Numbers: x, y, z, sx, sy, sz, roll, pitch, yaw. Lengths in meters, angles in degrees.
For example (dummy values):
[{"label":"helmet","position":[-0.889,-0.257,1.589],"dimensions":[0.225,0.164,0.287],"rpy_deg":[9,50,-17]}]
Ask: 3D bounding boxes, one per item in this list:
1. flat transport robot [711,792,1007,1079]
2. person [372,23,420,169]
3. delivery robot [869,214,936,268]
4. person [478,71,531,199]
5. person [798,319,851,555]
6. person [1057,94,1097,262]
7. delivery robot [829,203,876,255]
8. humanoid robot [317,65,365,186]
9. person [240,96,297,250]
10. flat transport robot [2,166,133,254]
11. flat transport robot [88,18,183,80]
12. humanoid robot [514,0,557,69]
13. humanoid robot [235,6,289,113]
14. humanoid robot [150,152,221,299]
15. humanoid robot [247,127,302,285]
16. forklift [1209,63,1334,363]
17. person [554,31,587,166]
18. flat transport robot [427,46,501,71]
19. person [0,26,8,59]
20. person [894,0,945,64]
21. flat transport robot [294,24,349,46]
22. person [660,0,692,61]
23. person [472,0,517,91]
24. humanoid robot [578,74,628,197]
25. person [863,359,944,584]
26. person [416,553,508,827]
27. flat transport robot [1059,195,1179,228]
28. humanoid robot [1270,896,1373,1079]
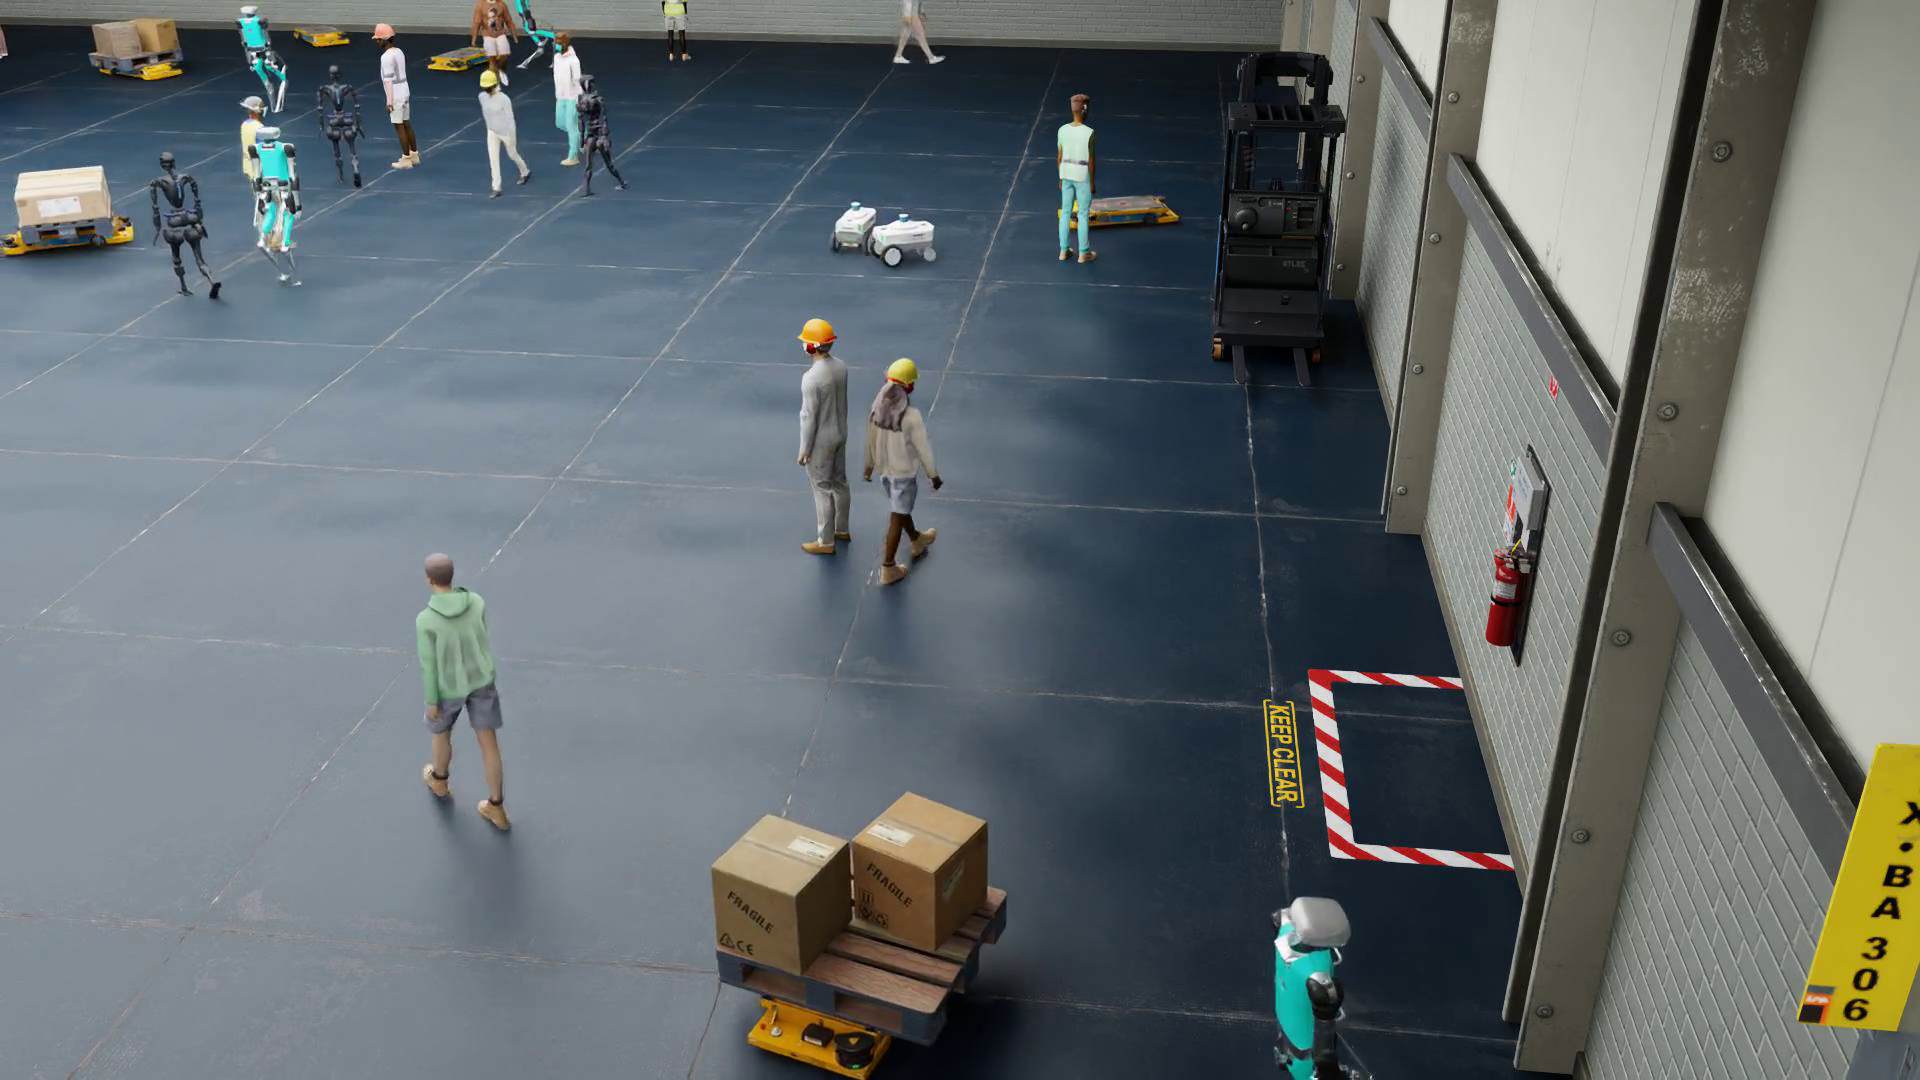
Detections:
[{"label":"flat transport robot","position":[-0.477,2.212,8.722],"dimensions":[0.659,0.231,1.431],"rpy_deg":[11,29,21]},{"label":"person","position":[-8.120,-6.369,23.894],"dimensions":[0.407,2.035,0.598],"rpy_deg":[0,27,1]},{"label":"delivery robot","position":[-0.680,-3.623,20.044],"dimensions":[0.785,0.587,0.499],"rpy_deg":[-10,28,-20]},{"label":"person","position":[-6.222,-5.592,22.709],"dimensions":[0.529,1.702,0.904],"rpy_deg":[7,28,14]},{"label":"person","position":[-1.061,-0.805,12.943],"dimensions":[0.384,1.891,0.560],"rpy_deg":[13,29,23]},{"label":"person","position":[1.383,-4.297,19.813],"dimensions":[0.483,1.979,0.404],"rpy_deg":[15,30,28]},{"label":"delivery robot","position":[-1.283,-3.848,20.492],"dimensions":[0.499,0.586,0.773],"rpy_deg":[6,27,12]},{"label":"humanoid robot","position":[-8.591,-5.737,23.045],"dimensions":[0.609,1.634,0.653],"rpy_deg":[-13,29,-23]},{"label":"person","position":[-8.384,-4.429,20.185],"dimensions":[0.520,1.875,0.571],"rpy_deg":[-24,35,-39]},{"label":"flat transport robot","position":[-11.112,-3.809,20.742],"dimensions":[1.431,0.231,0.659],"rpy_deg":[-12,29,-22]},{"label":"flat transport robot","position":[-14.923,-8.591,30.289],"dimensions":[1.431,0.231,0.659],"rpy_deg":[15,30,27]},{"label":"humanoid robot","position":[-7.665,-9.399,30.302],"dimensions":[1.029,1.716,0.563],"rpy_deg":[-13,29,-24]},{"label":"humanoid robot","position":[-11.296,-7.777,27.149],"dimensions":[0.543,1.886,0.751],"rpy_deg":[4,27,8]},{"label":"humanoid robot","position":[-8.696,-3.508,18.597],"dimensions":[0.678,1.636,0.599],"rpy_deg":[21,33,36]},{"label":"humanoid robot","position":[-7.856,-3.744,19.016],"dimensions":[0.546,1.804,0.833],"rpy_deg":[1,27,1]},{"label":"forklift","position":[3.241,-3.477,17.183],"dimensions":[1.129,2.768,1.873],"rpy_deg":[3,27,6]},{"label":"person","position":[-5.648,-6.425,24.144],"dimensions":[0.512,1.903,0.579],"rpy_deg":[20,33,34]},{"label":"flat transport robot","position":[-9.259,-8.992,31.090],"dimensions":[0.659,0.231,1.431],"rpy_deg":[9,28,17]},{"label":"person","position":[-18.414,-10.064,31.403],"dimensions":[0.412,1.906,0.651],"rpy_deg":[-2,27,-4]},{"label":"person","position":[-0.793,-9.799,30.961],"dimensions":[0.981,1.821,0.528],"rpy_deg":[1,27,1]},{"label":"flat transport robot","position":[-12.808,-10.105,33.311],"dimensions":[0.659,0.231,1.431],"rpy_deg":[-18,32,-32]},{"label":"person","position":[-5.358,-9.885,31.273],"dimensions":[0.535,1.699,0.322],"rpy_deg":[6,27,12]},{"label":"person","position":[-8.088,-8.741,28.838],"dimensions":[0.790,1.843,0.457],"rpy_deg":[-10,28,-20]},{"label":"humanoid robot","position":[-4.927,-5.514,22.649],"dimensions":[0.609,1.644,0.781],"rpy_deg":[19,32,33]},{"label":"person","position":[-0.377,-0.571,12.642],"dimensions":[0.555,1.729,0.837],"rpy_deg":[23,35,38]},{"label":"person","position":[-2.997,0.840,9.848],"dimensions":[0.466,1.702,0.841],"rpy_deg":[-20,33,-34]},{"label":"flat transport robot","position":[2.065,-4.271,21.665],"dimensions":[1.431,0.231,0.659],"rpy_deg":[-6,27,-12]},{"label":"humanoid robot","position":[1.618,2.247,7.046],"dimensions":[0.684,1.824,0.541],"rpy_deg":[-5,27,-10]}]
